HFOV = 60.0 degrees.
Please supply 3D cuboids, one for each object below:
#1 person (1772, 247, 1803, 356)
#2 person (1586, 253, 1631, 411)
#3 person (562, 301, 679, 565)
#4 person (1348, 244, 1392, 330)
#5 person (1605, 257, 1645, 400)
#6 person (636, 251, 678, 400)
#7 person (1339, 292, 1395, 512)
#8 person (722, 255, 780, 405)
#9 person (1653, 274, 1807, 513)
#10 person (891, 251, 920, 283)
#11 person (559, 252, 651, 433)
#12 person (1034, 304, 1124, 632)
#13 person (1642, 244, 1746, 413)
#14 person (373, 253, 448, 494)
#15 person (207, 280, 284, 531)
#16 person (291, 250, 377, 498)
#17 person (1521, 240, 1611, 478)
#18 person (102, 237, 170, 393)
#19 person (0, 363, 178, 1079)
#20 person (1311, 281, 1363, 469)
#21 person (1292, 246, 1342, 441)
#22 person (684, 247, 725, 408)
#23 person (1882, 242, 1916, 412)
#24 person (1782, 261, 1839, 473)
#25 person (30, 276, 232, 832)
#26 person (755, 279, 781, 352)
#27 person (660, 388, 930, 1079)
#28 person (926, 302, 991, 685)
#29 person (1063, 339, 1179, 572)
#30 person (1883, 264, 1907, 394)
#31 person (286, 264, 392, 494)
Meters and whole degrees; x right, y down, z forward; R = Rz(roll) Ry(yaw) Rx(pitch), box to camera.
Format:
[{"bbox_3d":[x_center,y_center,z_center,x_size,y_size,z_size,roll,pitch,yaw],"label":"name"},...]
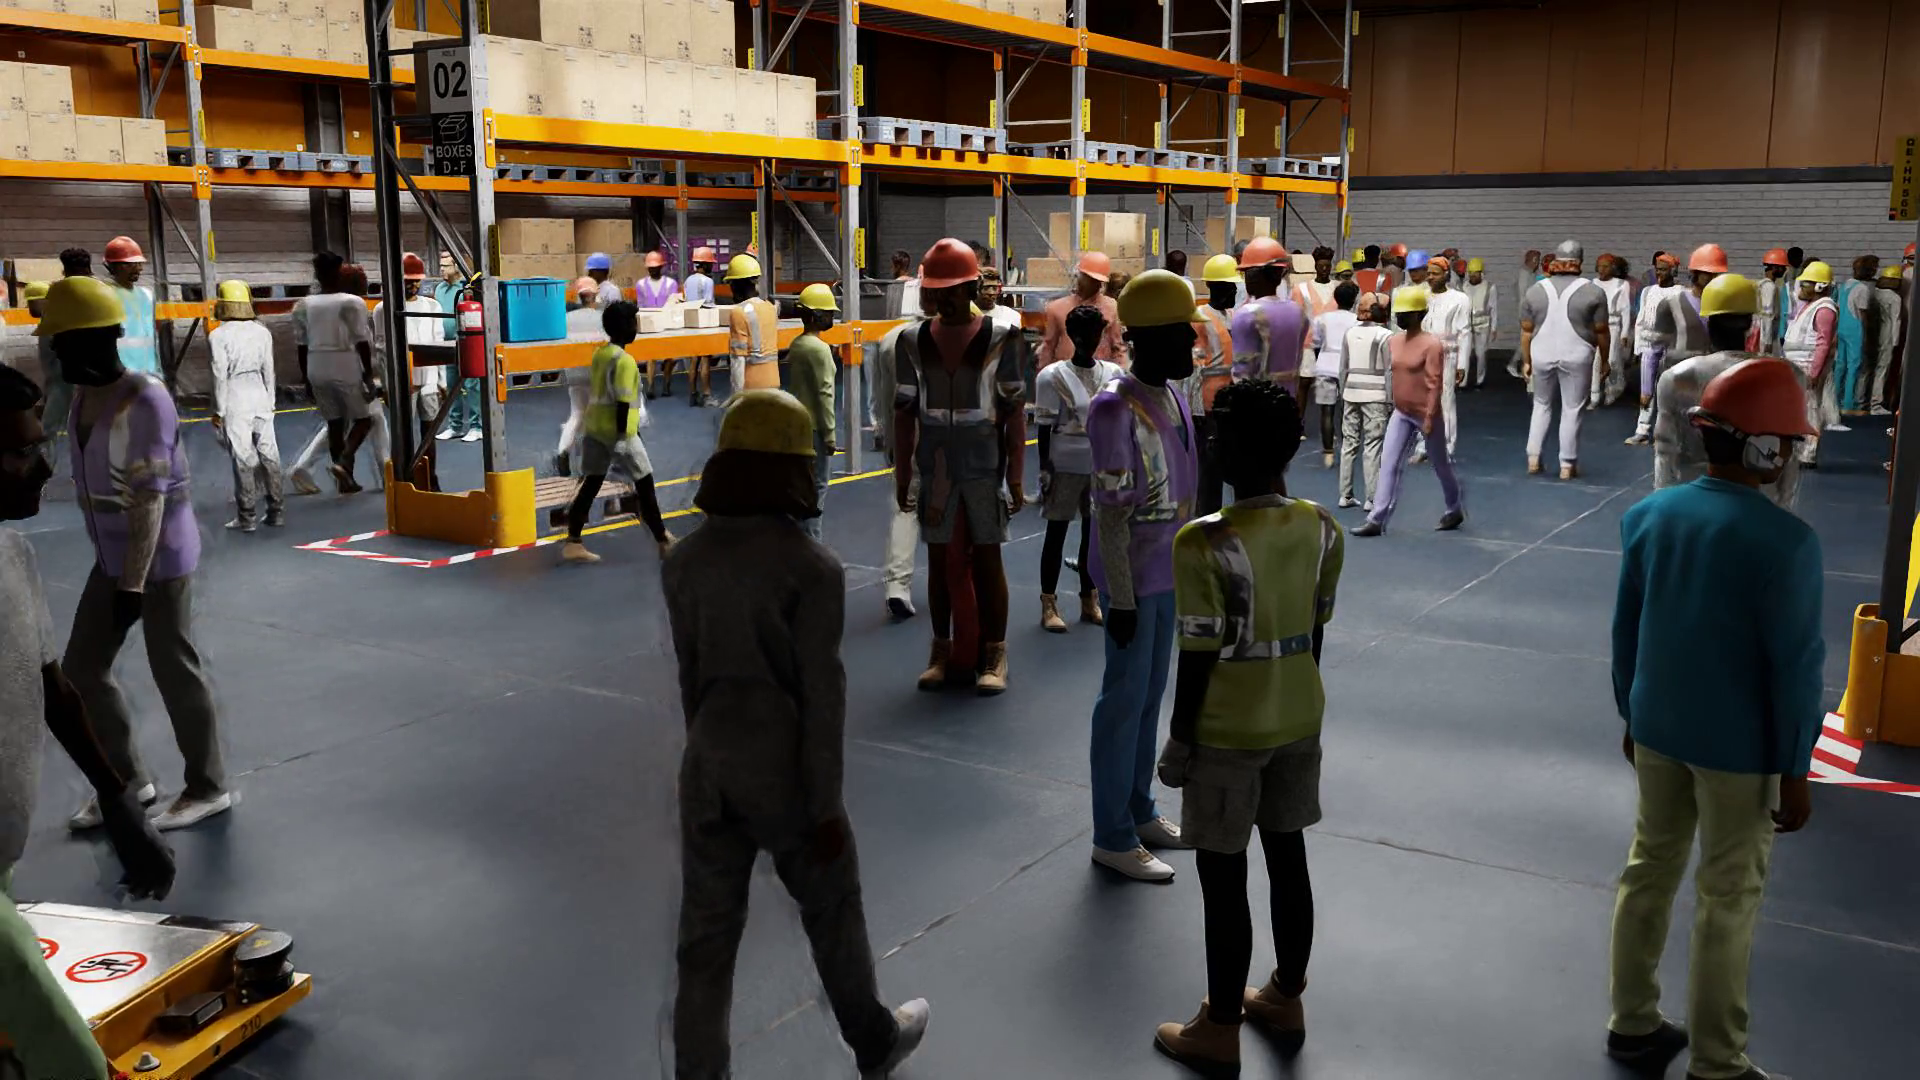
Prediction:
[{"bbox_3d":[12.658,-3.519,25.483,0.392,1.914,0.587,3,11,16],"label":"person"},{"bbox_3d":[7.638,-2.466,19.772,0.603,1.868,0.454,9,13,40],"label":"person"},{"bbox_3d":[-2.140,-0.668,10.412,0.854,1.646,0.525,-8,13,-39],"label":"person"},{"bbox_3d":[5.453,-2.953,22.201,0.612,1.962,0.363,5,11,25],"label":"person"},{"bbox_3d":[8.446,-2.707,21.284,0.696,1.806,0.694,1,10,4],"label":"person"},{"bbox_3d":[-3.854,-2.731,21.241,0.548,1.878,1.007,-1,10,-5],"label":"person"},{"bbox_3d":[3.046,-1.028,12.449,0.312,1.636,0.518,-7,12,-34],"label":"person"},{"bbox_3d":[-1.532,-1.114,12.162,0.409,1.918,0.584,3,11,19],"label":"person"},{"bbox_3d":[3.154,-0.145,6.858,0.585,1.893,0.899,3,11,14],"label":"person"},{"bbox_3d":[-0.591,-2.131,17.825,0.412,1.907,0.596,8,13,36],"label":"person"},{"bbox_3d":[-3.743,-2.078,17.585,1.005,1.899,0.639,-5,12,-28],"label":"person"},{"bbox_3d":[0.626,-0.373,8.640,0.539,1.698,0.318,-5,12,-27],"label":"person"},{"bbox_3d":[5.294,-1.114,11.952,0.630,1.983,1.127,-1,10,-3],"label":"person"},{"bbox_3d":[-4.187,-1.227,12.759,0.539,1.929,0.383,-10,14,-44],"label":"person"},{"bbox_3d":[-5.024,-0.936,11.642,0.317,1.743,0.488,6,12,31],"label":"person"},{"bbox_3d":[-4.876,-1.278,12.974,0.637,1.942,0.528,1,10,4],"label":"person"},{"bbox_3d":[5.167,-1.546,14.196,0.702,2.000,0.537,8,13,37],"label":"person"},{"bbox_3d":[-6.240,-1.250,12.546,0.379,2.045,0.605,4,11,19],"label":"person"},{"bbox_3d":[-1.691,0.588,3.004,0.972,1.819,0.543,-2,10,-10],"label":"person"},{"bbox_3d":[3.410,-1.486,14.916,0.536,1.643,0.863,4,11,20],"label":"person"},{"bbox_3d":[3.635,-1.980,16.804,0.609,1.964,0.367,-1,10,-3],"label":"person"},{"bbox_3d":[-3.105,-2.568,20.143,0.379,1.937,0.548,-9,14,-40],"label":"person"},{"bbox_3d":[11.137,-2.487,19.537,0.612,1.995,0.377,4,11,19],"label":"person"},{"bbox_3d":[7.400,-1.504,14.527,0.404,1.837,0.588,2,10,11],"label":"person"},{"bbox_3d":[-2.825,0.076,5.597,0.617,1.902,0.630,7,13,35],"label":"person"},{"bbox_3d":[-2.427,-2.396,20.140,0.509,1.601,0.799,3,11,15],"label":"person"},{"bbox_3d":[-0.395,0.513,3.717,0.498,1.688,0.890,5,12,27],"label":"person"},{"bbox_3d":[-0.003,-0.221,7.618,0.311,1.768,0.533,5,11,27],"label":"person"},{"bbox_3d":[1.060,-0.535,9.834,0.878,1.591,0.520,-6,12,-29],"label":"person"},{"bbox_3d":[12.424,-2.781,21.893,0.573,1.733,0.460,2,10,12],"label":"person"},{"bbox_3d":[-4.924,-1.281,13.296,0.955,1.849,0.584,-6,12,-30],"label":"person"}]
